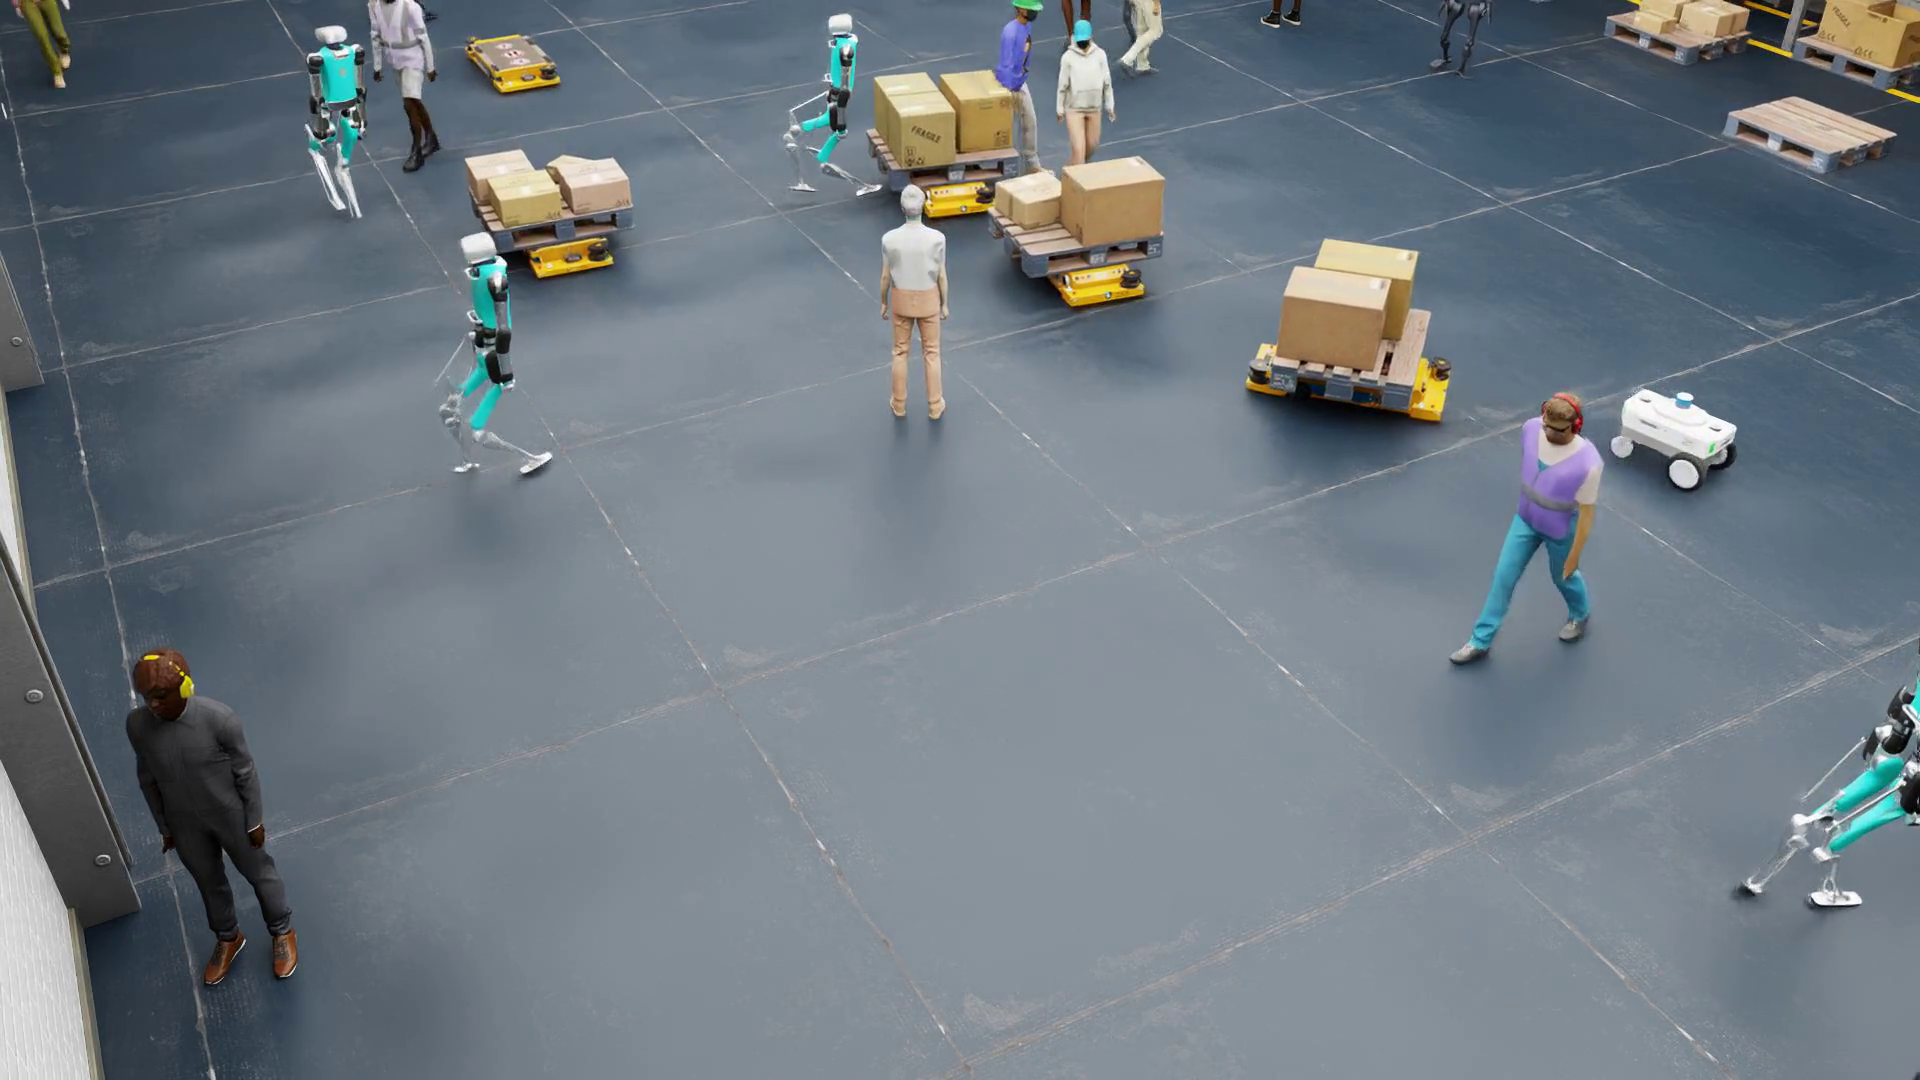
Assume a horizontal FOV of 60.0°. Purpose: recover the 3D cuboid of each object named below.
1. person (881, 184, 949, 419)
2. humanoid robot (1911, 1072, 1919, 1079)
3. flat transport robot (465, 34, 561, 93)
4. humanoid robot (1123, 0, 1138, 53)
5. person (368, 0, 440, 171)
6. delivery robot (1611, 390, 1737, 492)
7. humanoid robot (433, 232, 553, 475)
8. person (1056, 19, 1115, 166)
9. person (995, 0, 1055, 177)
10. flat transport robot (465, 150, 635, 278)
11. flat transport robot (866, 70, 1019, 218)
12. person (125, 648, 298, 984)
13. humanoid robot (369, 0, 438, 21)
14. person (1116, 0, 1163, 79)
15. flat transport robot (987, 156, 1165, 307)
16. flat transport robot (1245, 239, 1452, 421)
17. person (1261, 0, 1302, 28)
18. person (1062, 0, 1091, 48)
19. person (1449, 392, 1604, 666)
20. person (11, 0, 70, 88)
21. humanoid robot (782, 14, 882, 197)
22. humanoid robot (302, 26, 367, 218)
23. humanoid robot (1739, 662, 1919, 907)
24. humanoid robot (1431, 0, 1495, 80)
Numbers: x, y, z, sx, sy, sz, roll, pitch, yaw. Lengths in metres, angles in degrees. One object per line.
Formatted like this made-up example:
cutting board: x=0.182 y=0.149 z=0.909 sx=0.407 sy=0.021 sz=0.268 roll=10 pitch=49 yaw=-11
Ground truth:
person: x=-0.324 y=-1.684 z=11.849 sx=0.486 sy=1.735 sz=0.340 roll=3 pitch=35 yaw=4
humanoid robot: x=4.128 y=2.078 z=6.566 sx=0.598 sy=1.636 sz=0.767 roll=10 pitch=36 yaw=14
flat transport robot: x=-4.904 y=-5.229 z=18.182 sx=0.659 sy=0.231 sz=1.431 roll=-17 pitch=39 yaw=-23
humanoid robot: x=1.965 y=-6.271 z=18.435 sx=0.379 sy=1.637 sz=0.589 roll=15 pitch=38 yaw=20
person: x=-5.297 y=-4.452 z=15.649 sx=0.550 sy=1.905 sz=0.820 roll=15 pitch=38 yaw=21
delivery robot: x=4.966 y=-0.729 z=11.504 sx=0.499 sy=0.591 sz=0.768 roll=-27 pitch=43 yaw=-33
humanoid robot: x=-3.262 y=-1.161 z=11.110 sx=0.874 sy=1.786 sz=0.561 roll=-18 pitch=39 yaw=-24
person: x=1.121 y=-3.908 z=15.088 sx=0.486 sy=1.655 sz=0.642 roll=-11 pitch=36 yaw=-15
person: x=0.424 y=-4.228 z=15.404 sx=0.871 sy=1.830 sz=0.497 roll=15 pitch=38 yaw=20
flat transport robot: x=-3.550 y=-2.705 z=14.577 sx=0.659 sy=0.231 sz=1.431 roll=-15 pitch=38 yaw=-20
flat transport robot: x=-0.162 y=-3.409 z=15.583 sx=0.659 sy=0.231 sz=1.431 roll=-9 pitch=36 yaw=-13
person: x=-3.393 y=1.255 z=7.525 sx=0.493 sy=1.874 sz=0.356 roll=-3 pitch=35 yaw=-5
humanoid robot: x=-6.596 y=-6.807 z=19.260 sx=0.804 sy=1.628 sz=0.610 roll=-6 pitch=35 yaw=-8
person: x=1.942 y=-5.773 z=17.611 sx=0.519 sy=1.822 sz=0.564 roll=-14 pitch=37 yaw=-19
flat transport robot: x=0.972 y=-2.410 z=14.157 sx=0.659 sy=0.231 sz=1.431 roll=-12 pitch=37 yaw=-16
flat transport robot: x=2.918 y=-1.236 z=12.480 sx=1.431 sy=0.231 sz=0.659 roll=11 pitch=37 yaw=15
person: x=3.792 y=-6.885 z=19.076 sx=0.602 sy=1.958 sz=0.377 roll=-14 pitch=37 yaw=-19
person: x=1.326 y=-6.336 z=18.331 sx=0.625 sy=1.909 sz=0.490 roll=-3 pitch=35 yaw=-4
person: x=3.404 y=-0.098 z=9.545 sx=0.984 sy=1.783 sz=0.587 roll=-20 pitch=40 yaw=-26
person: x=-9.733 y=-5.738 z=17.578 sx=0.534 sy=1.806 sz=0.591 roll=-14 pitch=38 yaw=-20
humanoid robot: x=-1.247 y=-3.820 z=14.922 sx=1.064 sy=1.751 sz=0.562 roll=-5 pitch=35 yaw=-7
humanoid robot: x=-5.572 y=-3.677 z=14.741 sx=0.811 sy=1.832 sz=0.566 roll=25 pitch=42 yaw=31
humanoid robot: x=4.275 y=1.146 z=7.890 sx=0.831 sy=1.873 sz=0.550 roll=-2 pitch=35 yaw=-2
humanoid robot: x=5.424 y=-5.769 z=17.731 sx=0.593 sy=1.646 sz=0.461 roll=15 pitch=38 yaw=21
